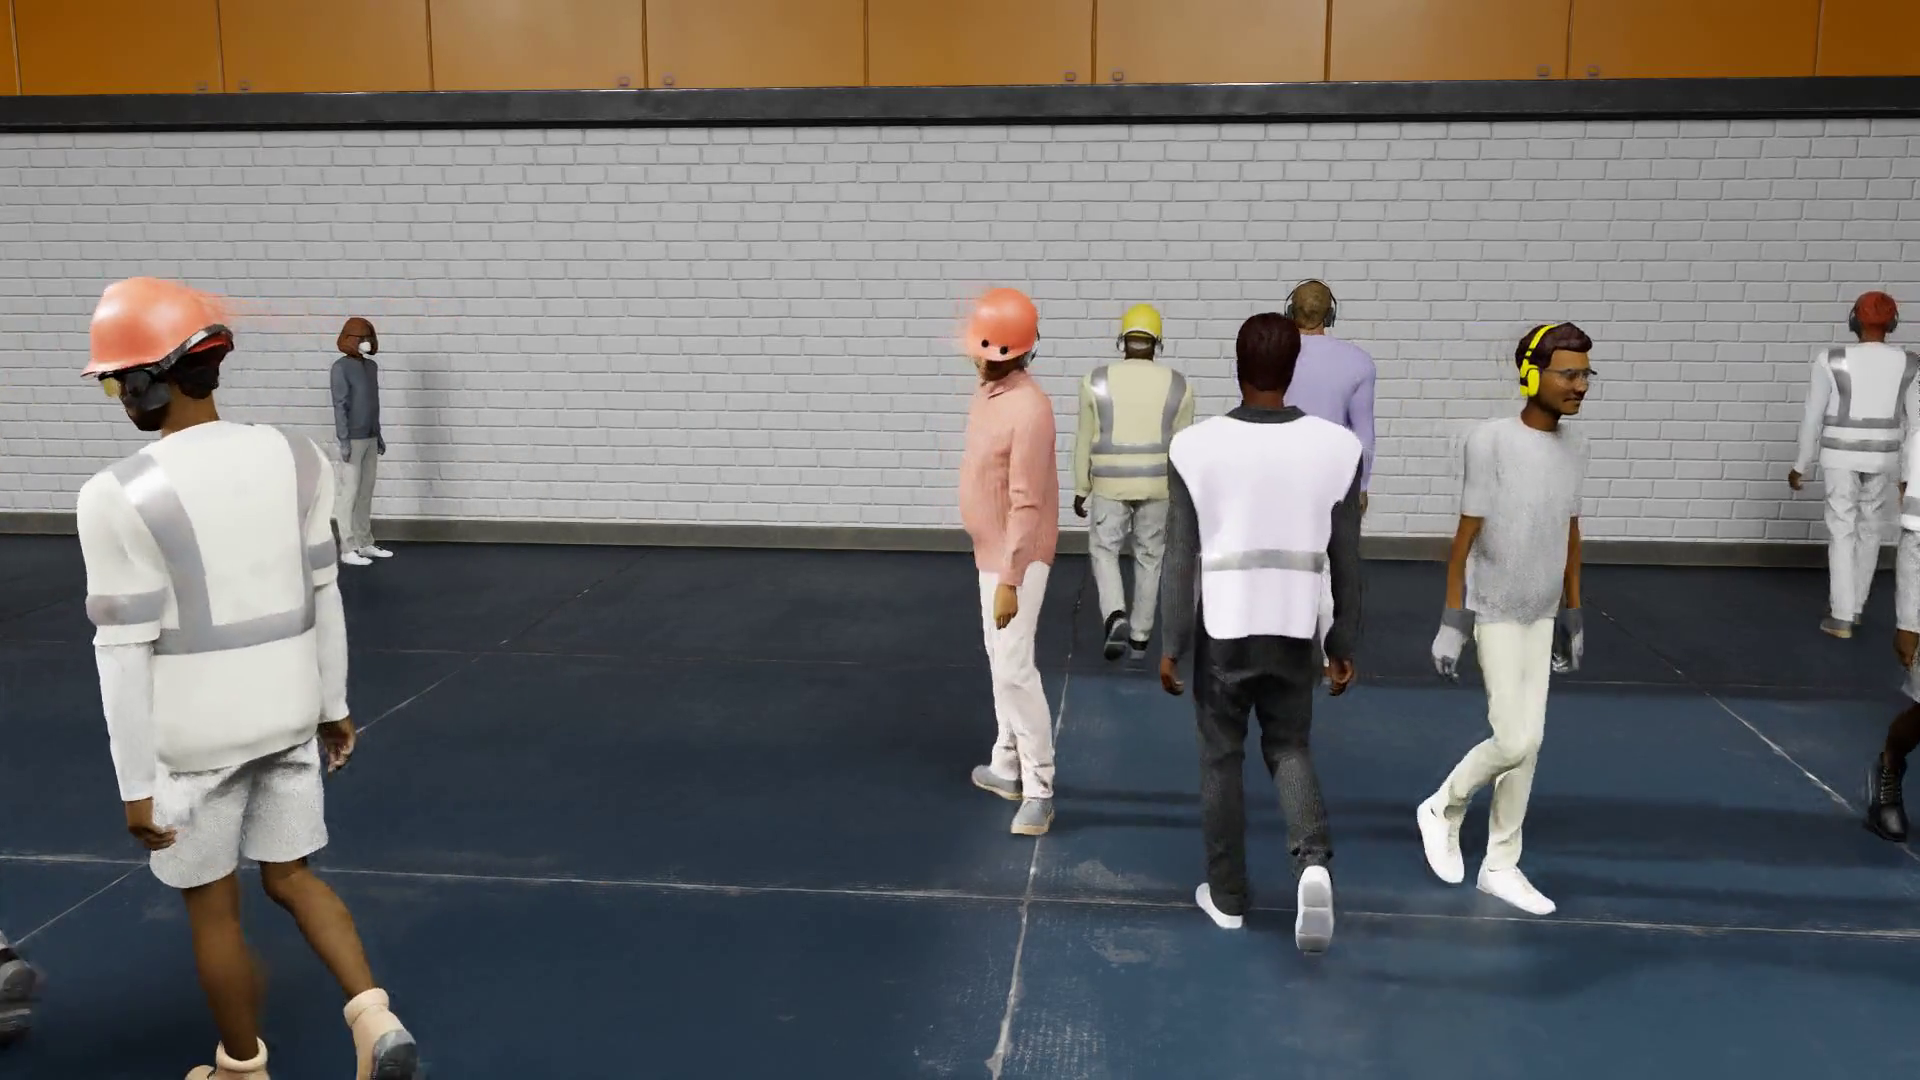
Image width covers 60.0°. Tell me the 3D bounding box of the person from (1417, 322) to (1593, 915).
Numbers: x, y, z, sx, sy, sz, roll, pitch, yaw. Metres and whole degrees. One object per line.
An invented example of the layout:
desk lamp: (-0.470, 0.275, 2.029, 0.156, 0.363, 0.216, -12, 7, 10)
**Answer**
person: (1.723, 0.251, 5.197, 0.558, 1.855, 0.433, -5, 11, -27)

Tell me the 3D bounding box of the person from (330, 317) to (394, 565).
person: (-3.978, -0.659, 11.051, 0.282, 1.631, 0.503, 2, 10, 9)

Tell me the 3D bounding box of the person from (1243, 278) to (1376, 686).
person: (1.646, -0.265, 7.921, 0.627, 1.941, 0.373, 2, 10, 11)

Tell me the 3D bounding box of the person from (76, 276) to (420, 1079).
person: (-1.587, 0.424, 3.744, 0.701, 2.024, 0.644, 6, 12, 31)

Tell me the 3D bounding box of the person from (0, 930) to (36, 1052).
person: (-2.670, 0.478, 4.052, 0.635, 1.805, 0.613, 3, 10, 15)

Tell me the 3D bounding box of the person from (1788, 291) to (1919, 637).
person: (4.874, -0.417, 9.052, 0.594, 1.879, 0.536, 2, 10, 9)

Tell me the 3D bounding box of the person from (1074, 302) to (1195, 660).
person: (0.873, -0.271, 8.293, 0.607, 1.818, 0.611, 0, 10, 1)

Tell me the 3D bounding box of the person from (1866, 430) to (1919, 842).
person: (3.315, 0.192, 5.435, 0.553, 1.904, 0.946, 2, 10, 9)

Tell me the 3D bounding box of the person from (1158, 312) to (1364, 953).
person: (0.896, 0.286, 4.898, 0.594, 1.897, 0.648, -1, 10, -7)

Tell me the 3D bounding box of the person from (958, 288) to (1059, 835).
person: (0.150, 0.061, 6.068, 0.390, 1.950, 0.754, -2, 10, -13)
